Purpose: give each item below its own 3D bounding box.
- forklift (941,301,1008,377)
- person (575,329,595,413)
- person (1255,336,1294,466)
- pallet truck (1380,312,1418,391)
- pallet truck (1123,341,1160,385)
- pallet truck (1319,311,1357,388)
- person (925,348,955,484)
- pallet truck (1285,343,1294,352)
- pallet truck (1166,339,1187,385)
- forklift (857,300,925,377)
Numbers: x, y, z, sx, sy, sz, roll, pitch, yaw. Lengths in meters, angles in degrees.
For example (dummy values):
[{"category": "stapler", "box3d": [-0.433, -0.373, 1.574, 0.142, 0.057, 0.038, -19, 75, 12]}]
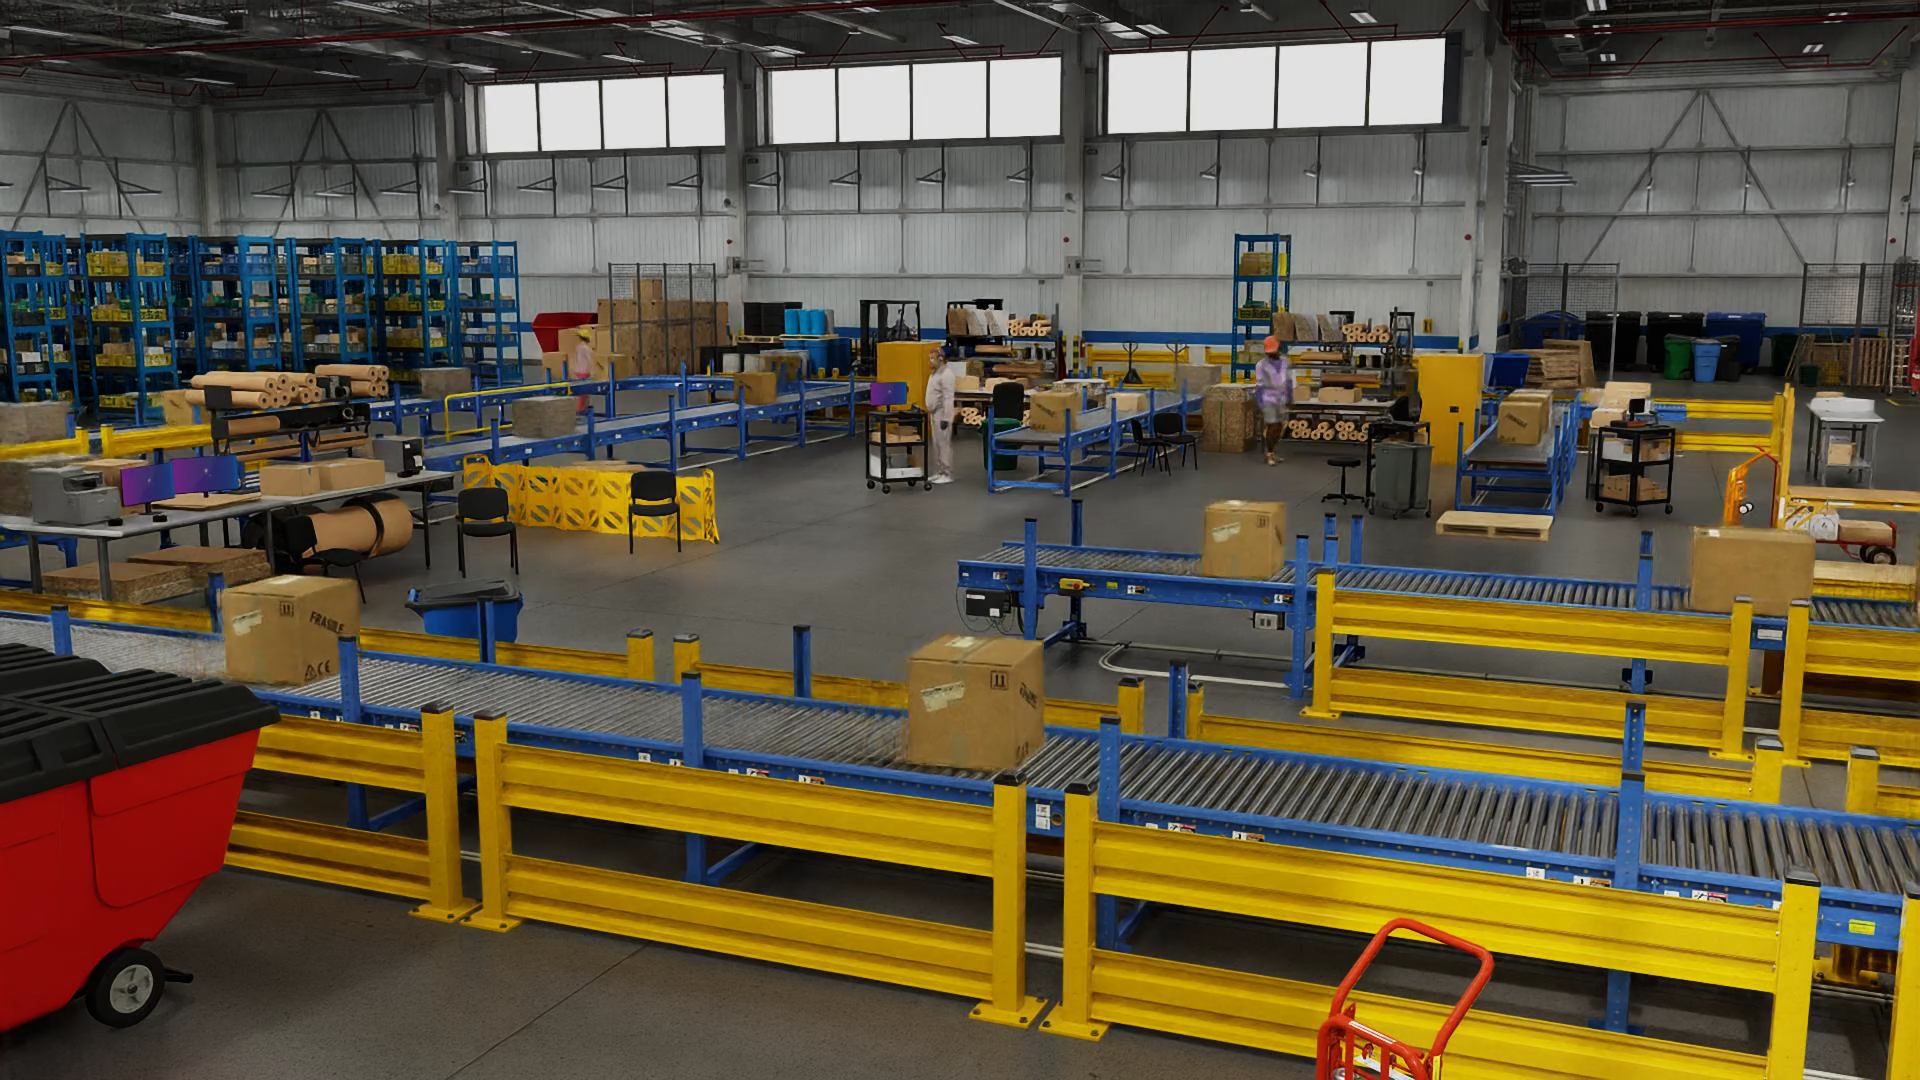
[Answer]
[{"category": "forklift", "box3d": [0.365, -4.966, 41.571, 1.157, 1.987, 2.680, 3, 10, 20]}, {"category": "person", "box3d": [-7.556, -3.383, 33.689, 0.620, 1.748, 0.538, -7, 11, -35]}, {"category": "person", "box3d": [4.734, -2.108, 25.233, 0.689, 1.990, 0.712, -3, 10, -20]}, {"category": "pallet truck", "box3d": [10.207, -4.283, 38.369, 0.823, 1.965, 1.885, 3, 10, 20]}, {"category": "pallet truck", "box3d": [4.445, -4.380, 41.279, 0.680, 1.201, 1.601, 4, 10, 22]}, {"category": "pallet truck", "box3d": [9.071, -4.419, 39.190, 0.823, 1.965, 1.885, 5, 10, 26]}, {"category": "person", "box3d": [-0.293, -1.733, 23.239, 0.397, 1.900, 0.636, -3, 10, -18]}, {"category": "pallet truck", "box3d": [7.886, -4.163, 39.743, 0.653, 1.274, 1.630, 4, 10, 22]}, {"category": "pallet truck", "box3d": [5.418, -4.269, 40.420, 0.704, 1.261, 1.522, 3, 10, 20]}, {"category": "forklift", "box3d": [-1.732, -5.109, 42.468, 1.157, 1.987, 2.680, 4, 10, 22]}]
